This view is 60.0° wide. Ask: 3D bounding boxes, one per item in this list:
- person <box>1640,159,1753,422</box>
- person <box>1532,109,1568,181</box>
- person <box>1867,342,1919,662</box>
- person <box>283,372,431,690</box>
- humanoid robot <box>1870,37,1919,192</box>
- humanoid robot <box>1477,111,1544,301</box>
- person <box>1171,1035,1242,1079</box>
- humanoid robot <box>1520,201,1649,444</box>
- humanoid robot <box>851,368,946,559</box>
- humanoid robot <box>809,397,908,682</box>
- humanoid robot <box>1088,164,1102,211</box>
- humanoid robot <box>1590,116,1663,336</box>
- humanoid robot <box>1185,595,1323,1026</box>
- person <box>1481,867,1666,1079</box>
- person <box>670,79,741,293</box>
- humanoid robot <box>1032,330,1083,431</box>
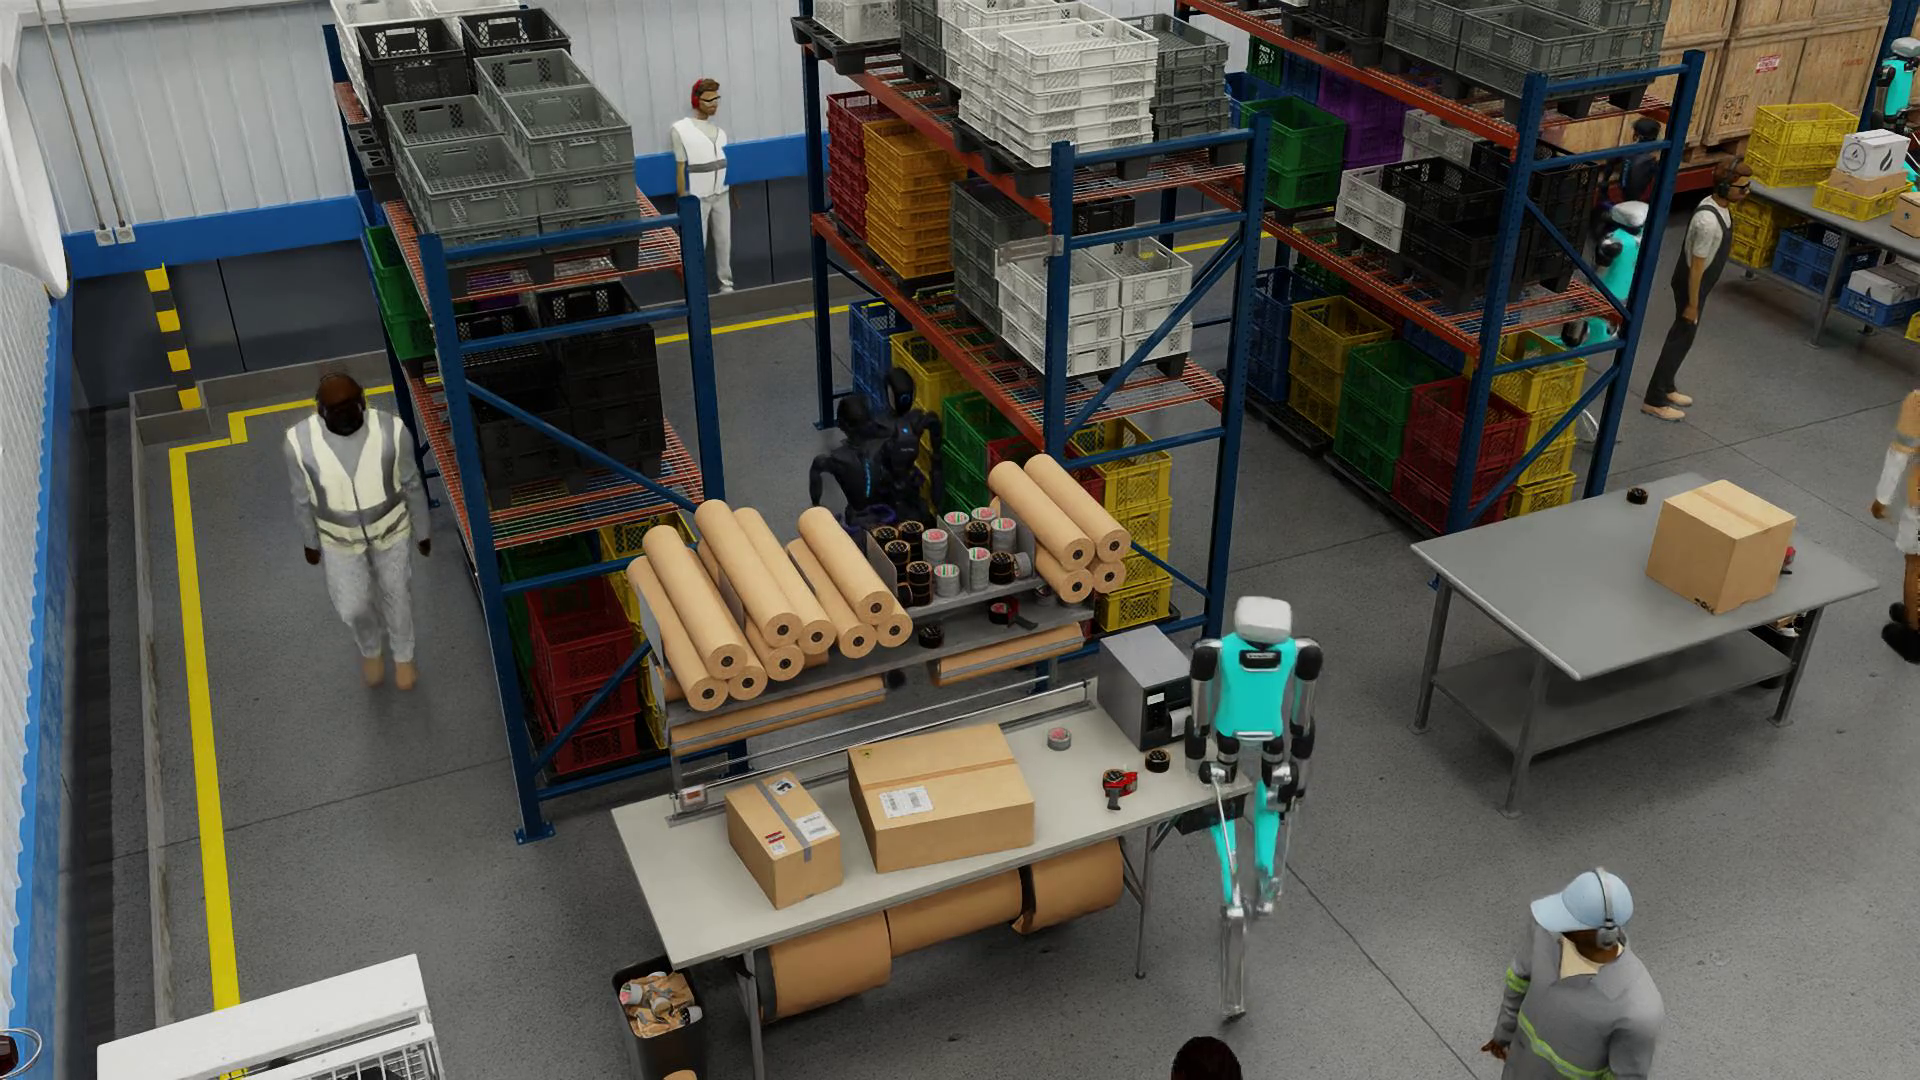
[{"bbox_3d":[4.963,-1.680,11.210,0.332,1.836,0.505,15,35,23],"label":"person"},{"bbox_3d":[4.693,-2.989,13.408,0.343,1.761,0.528,26,40,36],"label":"person"},{"bbox_3d":[5.178,-0.268,8.866,0.569,1.884,0.624,-5,32,-8],"label":"person"},{"bbox_3d":[-3.032,-0.022,8.515,0.654,1.829,0.463,-11,33,-18],"label":"person"},{"bbox_3d":[7.809,-3.241,13.706,0.533,1.677,0.735,-24,39,-33],"label":"humanoid robot"},{"bbox_3d":[4.235,-2.574,12.824,0.727,1.634,0.601,-7,32,-12],"label":"humanoid robot"},{"bbox_3d":[0.658,2.123,4.970,0.627,1.889,0.820,0,32,0],"label":"person"},{"bbox_3d":[4.050,-1.441,10.892,0.545,1.721,0.983,-19,36,-28],"label":"humanoid robot"},{"bbox_3d":[-0.323,-0.158,8.911,0.595,1.626,0.754,-15,35,-23],"label":"humanoid robot"},{"bbox_3d":[-0.521,0.009,8.628,0.600,1.647,0.564,-16,35,-24],"label":"humanoid robot"},{"bbox_3d":[0.718,-2.354,12.470,0.534,1.854,0.767,-6,32,-10],"label":"humanoid robot"},{"bbox_3d":[5.005,-2.348,12.436,0.423,1.646,0.609,-20,37,-29],"label":"humanoid robot"},{"bbox_3d":[1.189,1.182,6.696,0.532,1.777,1.001,0,32,0],"label":"humanoid robot"},{"bbox_3d":[1.967,1.797,5.545,0.396,1.849,0.587,-11,33,-17],"label":"person"},{"bbox_3d":[-1.946,-2.647,12.778,0.392,1.836,0.563,26,40,36],"label":"person"},{"bbox_3d":[0.719,-1.537,11.174,0.611,1.625,0.785,-17,36,-26],"label":"humanoid robot"}]
